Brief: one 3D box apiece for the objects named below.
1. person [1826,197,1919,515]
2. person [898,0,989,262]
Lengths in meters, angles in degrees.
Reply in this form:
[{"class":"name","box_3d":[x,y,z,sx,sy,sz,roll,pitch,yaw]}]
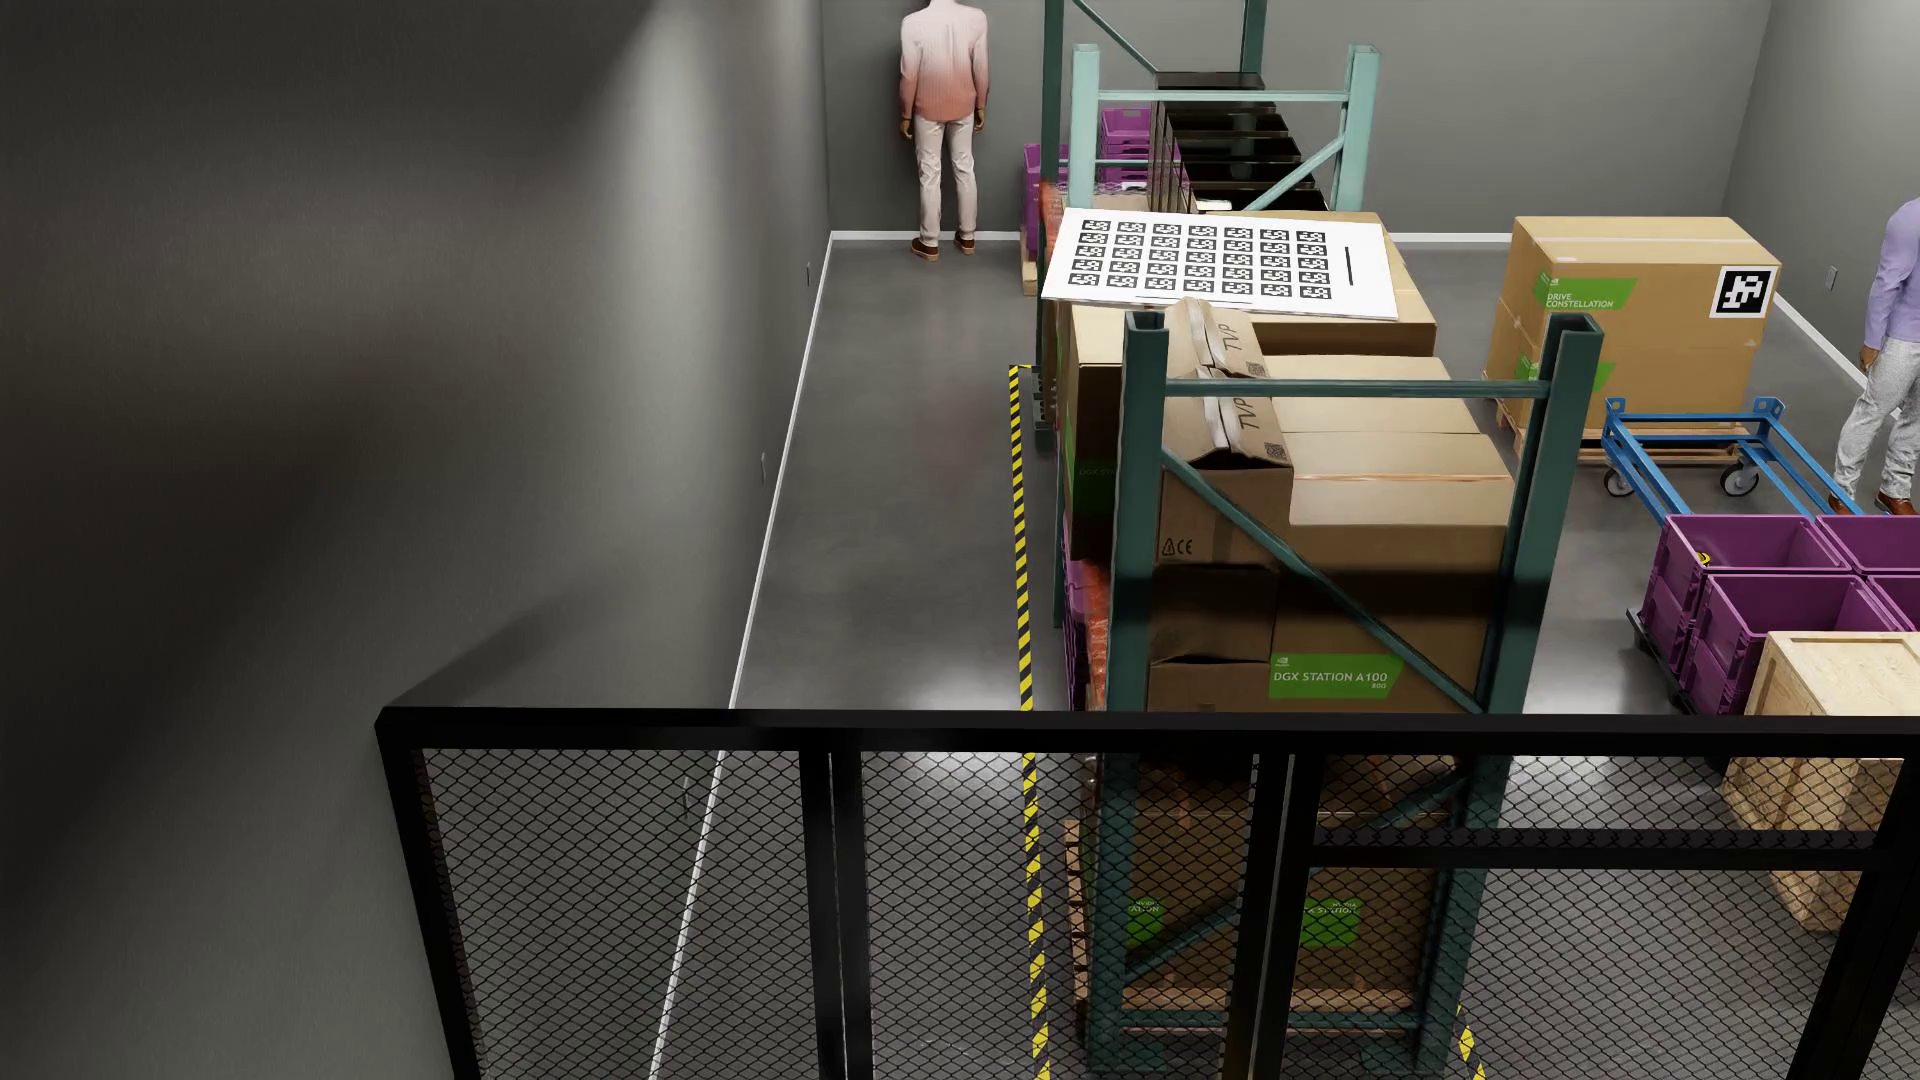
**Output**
[{"class":"person","box_3d":[4.527,-0.944,7.784,0.629,1.940,0.372,-1,31,-2]},{"class":"person","box_3d":[-0.115,-2.820,10.845,0.625,1.992,0.388,-12,33,-20]}]
